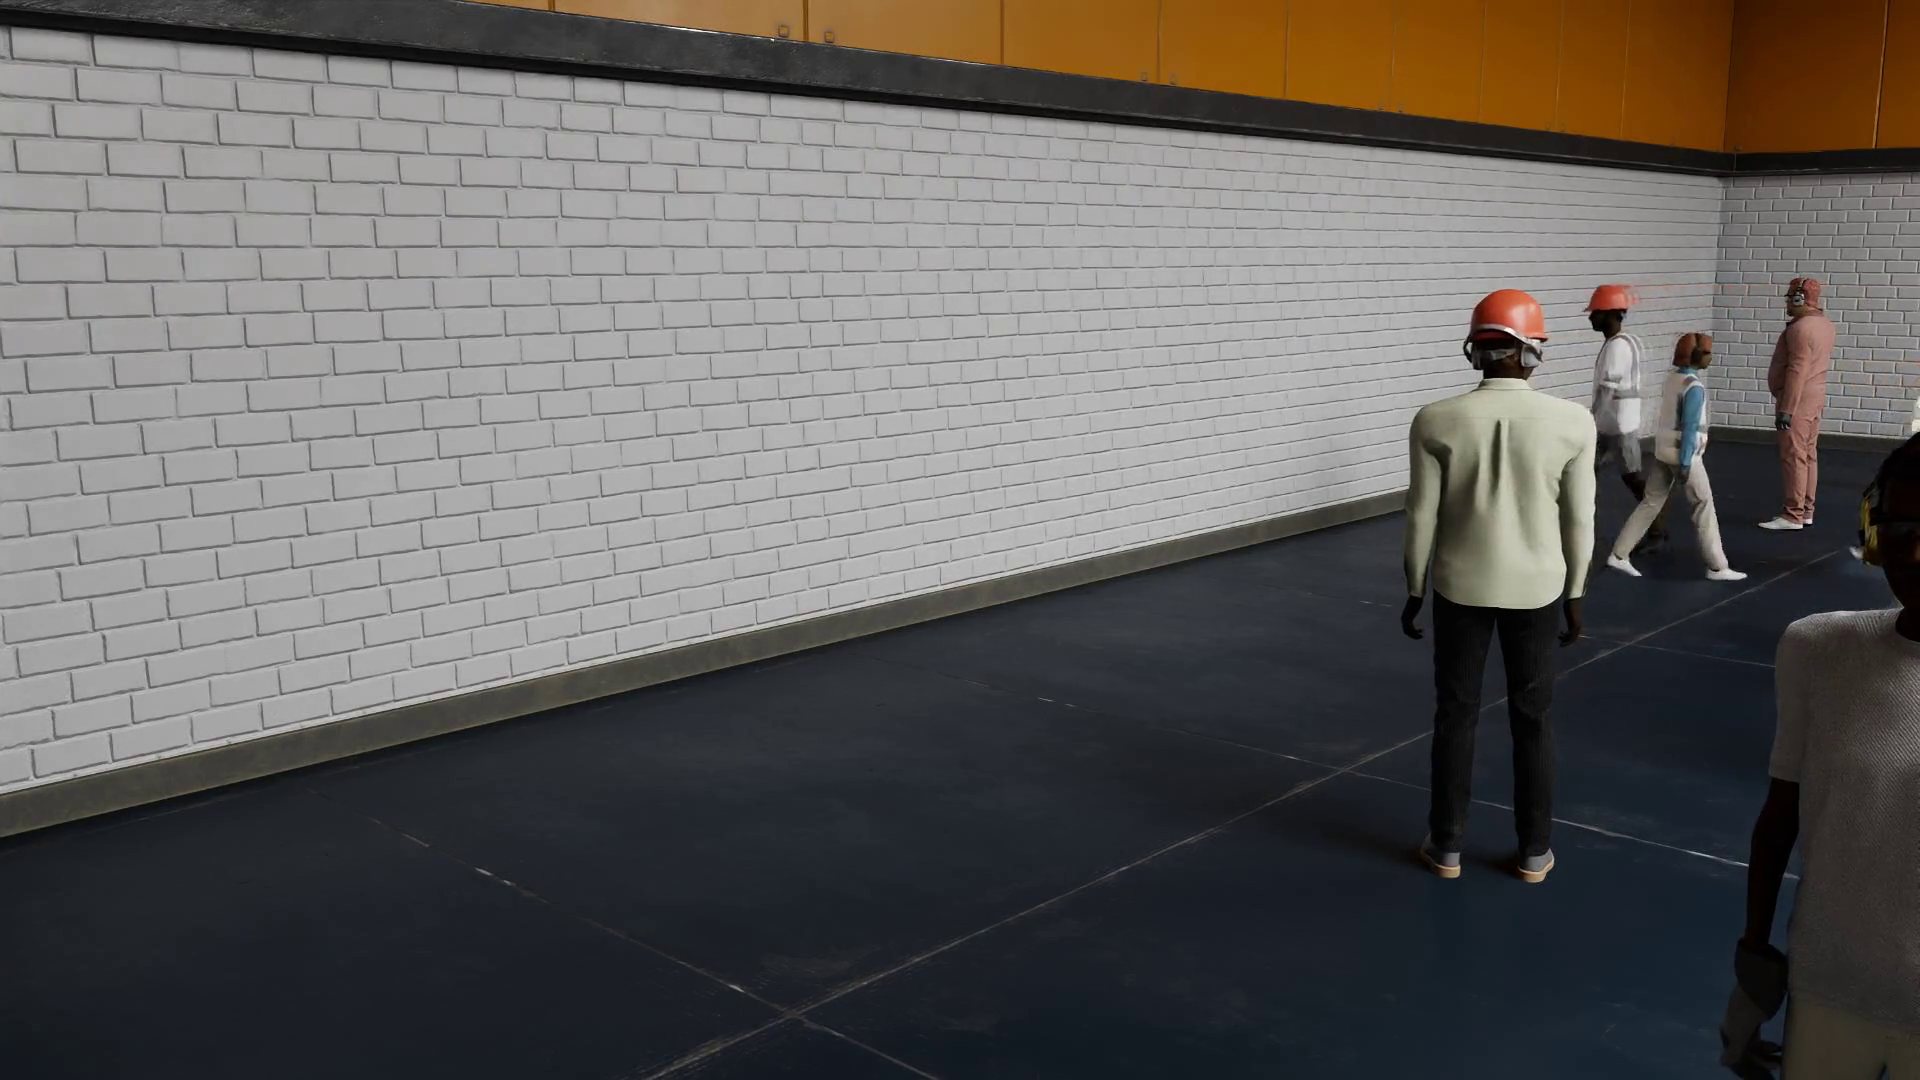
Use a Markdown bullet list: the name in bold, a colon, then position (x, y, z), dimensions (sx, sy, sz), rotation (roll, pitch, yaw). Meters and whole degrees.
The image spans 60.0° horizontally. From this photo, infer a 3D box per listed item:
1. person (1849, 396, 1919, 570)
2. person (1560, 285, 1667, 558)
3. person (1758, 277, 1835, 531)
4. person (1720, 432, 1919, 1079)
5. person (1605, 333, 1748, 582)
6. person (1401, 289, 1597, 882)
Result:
- **person**: position (6.191, -0.633, 10.672), dimensions (0.826, 1.796, 0.618), rotation (8, 12, 37)
- **person**: position (4.426, -0.806, 11.463), dimensions (1.036, 1.872, 0.550), rotation (2, 10, 13)
- **person**: position (6.316, -1.022, 12.585), dimensions (0.402, 1.906, 0.652), rotation (9, 13, 42)
- **person**: position (1.466, 0.749, 2.601), dimensions (0.516, 1.873, 0.329), rotation (9, 13, 41)
- **person**: position (4.598, -0.527, 10.647), dimensions (0.849, 1.599, 0.521), rotation (0, 10, 1)
- **person**: position (1.798, 0.163, 5.598), dimensions (0.612, 1.990, 0.392), rotation (3, 10, 15)
